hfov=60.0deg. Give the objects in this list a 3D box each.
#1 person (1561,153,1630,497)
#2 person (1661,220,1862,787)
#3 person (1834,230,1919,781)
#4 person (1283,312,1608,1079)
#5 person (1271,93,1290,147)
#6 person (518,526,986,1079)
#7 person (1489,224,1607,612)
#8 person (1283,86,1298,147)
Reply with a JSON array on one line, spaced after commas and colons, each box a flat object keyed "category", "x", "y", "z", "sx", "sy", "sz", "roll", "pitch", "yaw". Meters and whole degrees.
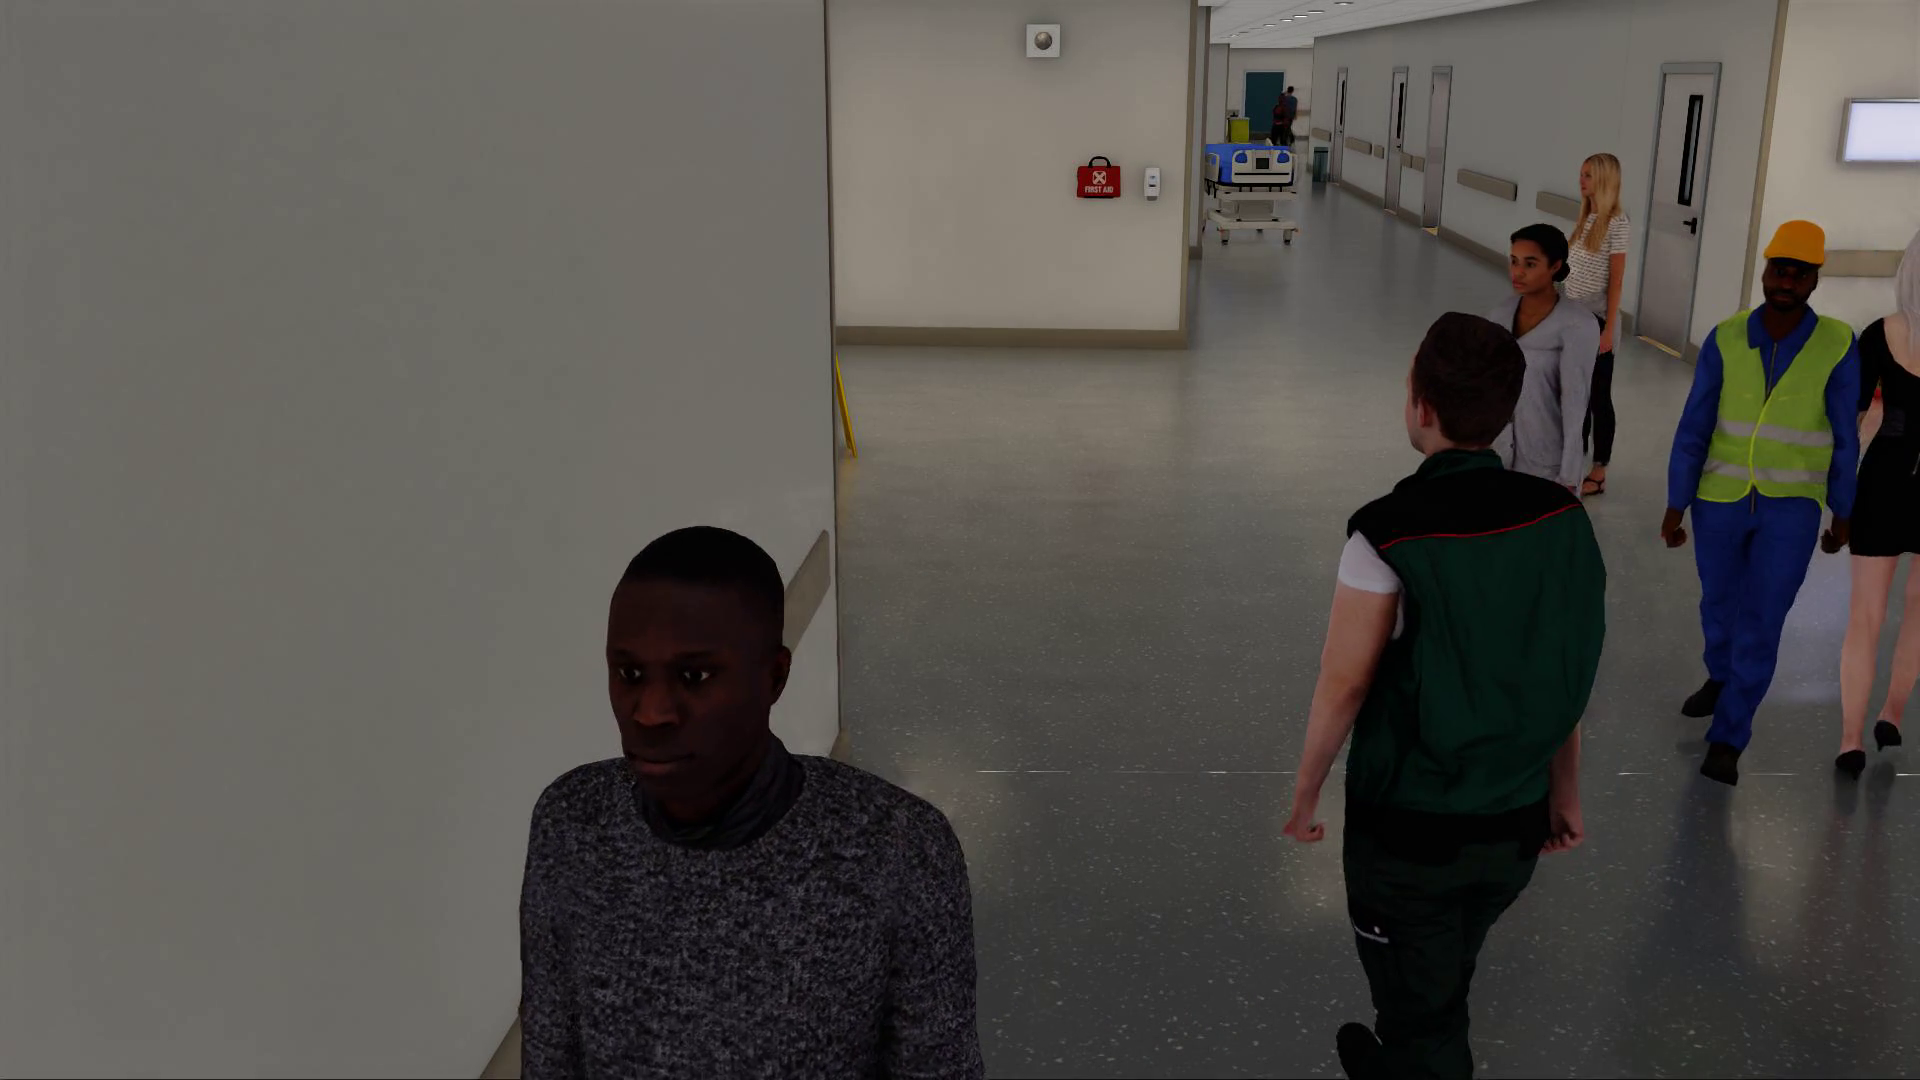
[{"category": "person", "x": 3.440, "y": -1.167, "z": 9.030, "sx": 0.640, "sy": 1.825, "sz": 0.661, "roll": -4, "pitch": 16, "yaw": -15}, {"category": "person", "x": 2.623, "y": -0.117, "z": 5.433, "sx": 1.307, "sy": 1.755, "sz": 1.201, "roll": 12, "pitch": 20, "yaw": 37}, {"category": "person", "x": 2.979, "y": -0.093, "z": 5.225, "sx": 0.709, "sy": 1.822, "sz": 0.781, "roll": 7, "pitch": 17, "yaw": 24}, {"category": "person", "x": 0.922, "y": 0.516, "z": 3.060, "sx": 0.949, "sy": 1.822, "sz": 0.928, "roll": -5, "pitch": 16, "yaw": -16}, {"category": "person", "x": 7.543, "y": -9.536, "z": 38.932, "sx": 1.197, "sy": 1.708, "sz": 1.101, "roll": 12, "pitch": 20, "yaw": 36}, {"category": "person", "x": -0.188, "y": 0.833, "z": 1.949, "sx": 0.943, "sy": 1.817, "sz": 0.788, "roll": 3, "pitch": 16, "yaw": 10}, {"category": "person", "x": 2.148, "y": -0.282, "z": 6.091, "sx": 1.049, "sy": 1.717, "sz": 0.961, "roll": -11, "pitch": 19, "yaw": -33}, {"category": "person", "x": 10.033, "y": -12.846, "z": 50.548, "sx": 1.174, "sy": 1.776, "sz": 1.045, "roll": -6, "pitch": 17, "yaw": -20}]
